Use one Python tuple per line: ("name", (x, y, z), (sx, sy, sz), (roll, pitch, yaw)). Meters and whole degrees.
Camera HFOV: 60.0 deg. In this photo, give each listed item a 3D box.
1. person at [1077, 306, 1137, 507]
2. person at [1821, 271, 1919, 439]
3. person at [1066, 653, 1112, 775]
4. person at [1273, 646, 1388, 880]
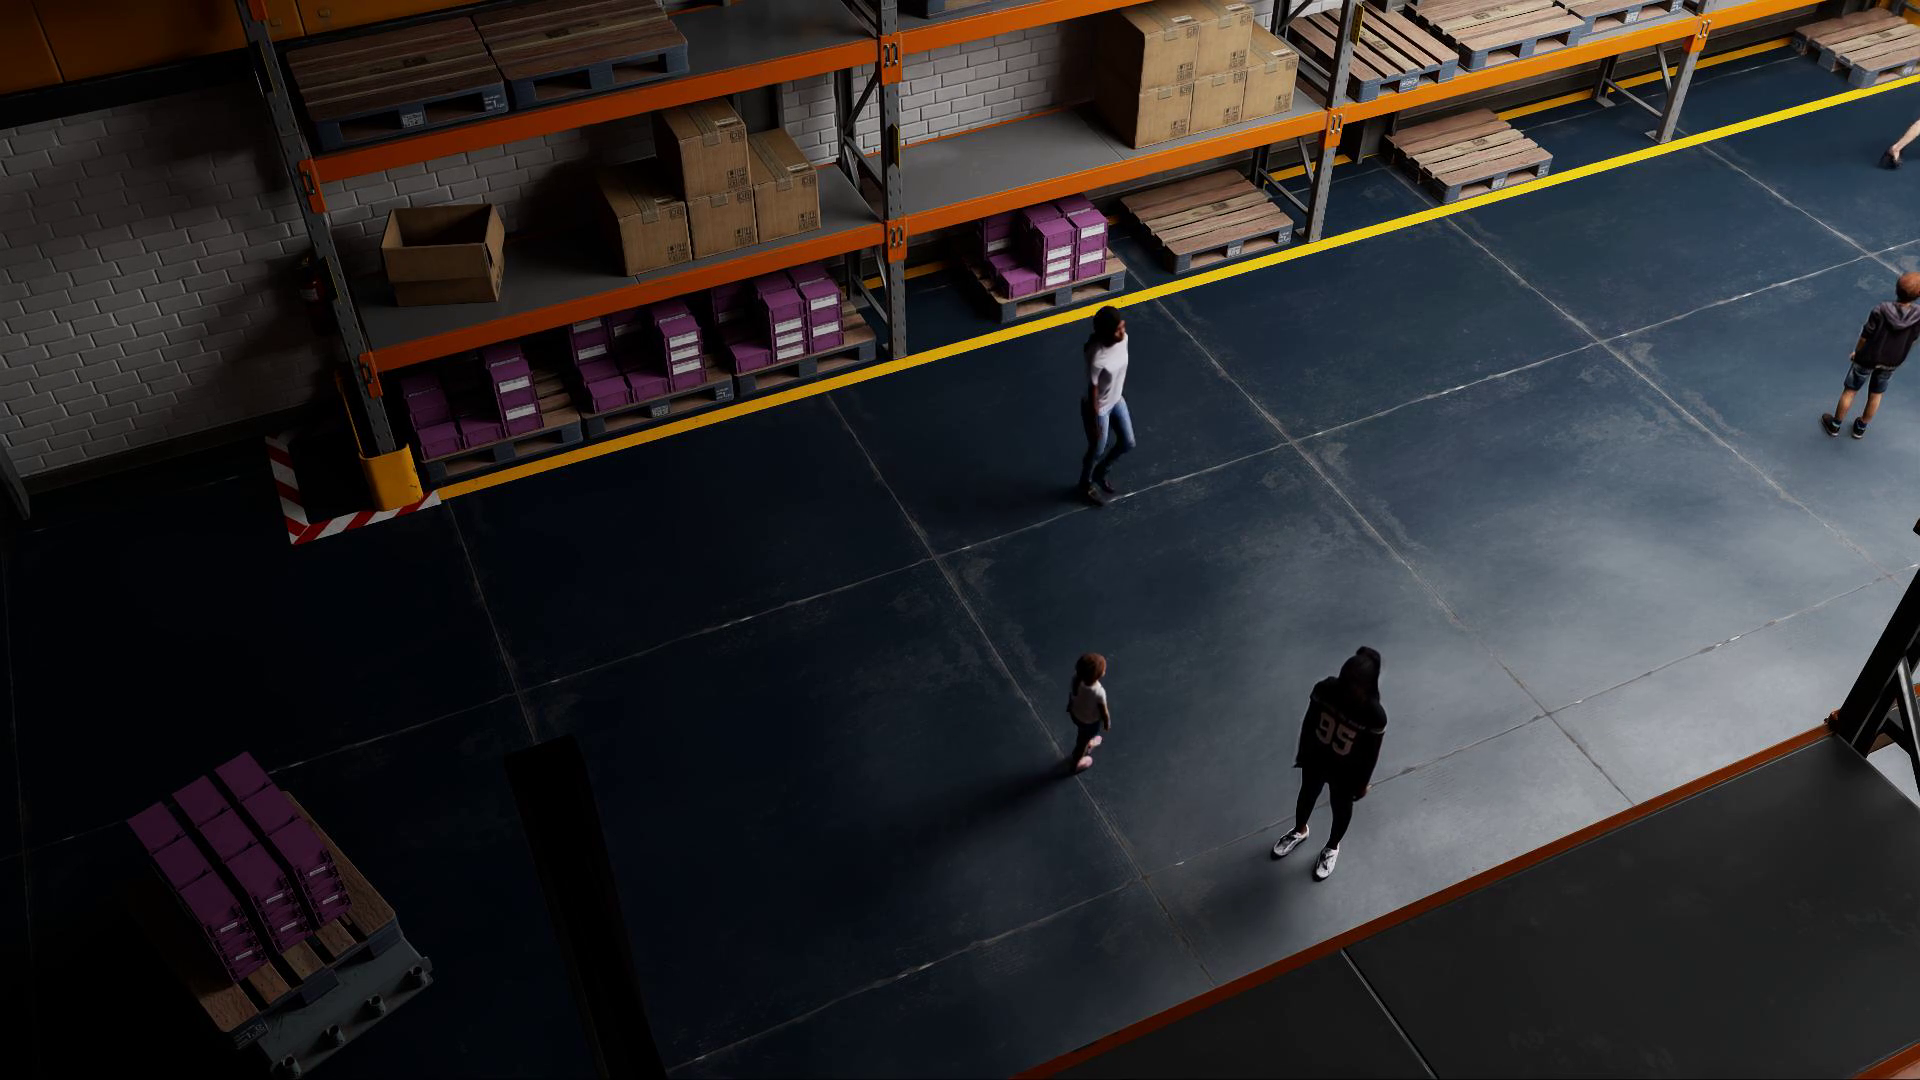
("person", (0.947, -0.966, 11.717), (0.782, 1.710, 0.695), (29, 51, 27))
("person", (6.816, -1.374, 12.336), (0.613, 1.447, 0.687), (9, 44, 9))
("person", (0.729, 1.067, 10.092), (0.578, 1.008, 0.492), (-29, 51, -27))
("person", (2.114, 1.249, 9.368), (0.692, 1.744, 0.697), (29, 51, 27))
